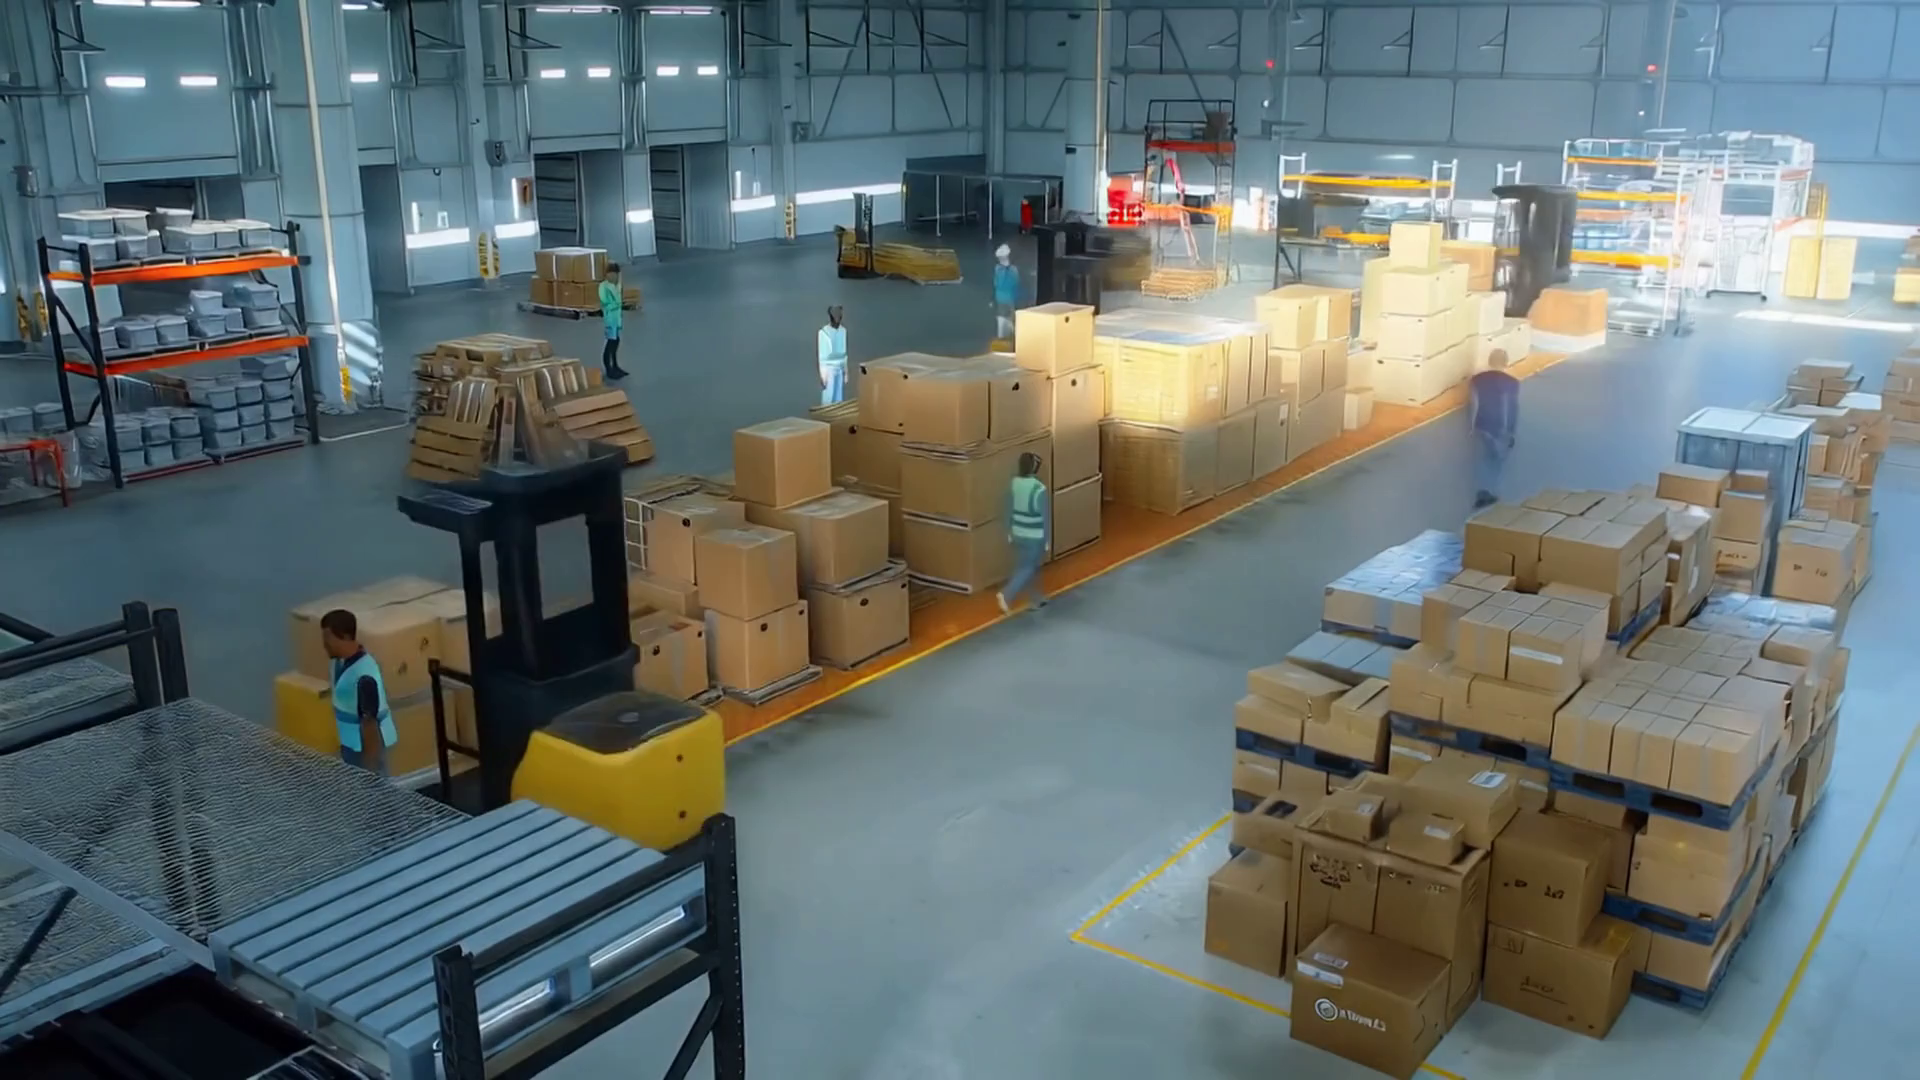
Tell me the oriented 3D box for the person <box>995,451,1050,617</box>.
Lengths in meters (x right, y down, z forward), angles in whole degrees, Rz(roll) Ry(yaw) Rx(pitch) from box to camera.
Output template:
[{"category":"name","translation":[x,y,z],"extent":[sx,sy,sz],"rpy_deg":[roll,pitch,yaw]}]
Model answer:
[{"category":"person","translation":[0.601,-0.045,16.073],"extent":[0.635,1.606,0.544],"rpy_deg":[-14,22,-39]}]

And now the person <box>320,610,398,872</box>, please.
[{"category":"person","translation":[-3.935,1.356,10.949],"extent":[0.409,1.909,0.593],"rpy_deg":[-12,21,-35]}]

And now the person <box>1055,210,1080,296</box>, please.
[{"category":"person","translation":[2.355,-6.142,35.824],"extent":[0.642,1.887,1.039],"rpy_deg":[-14,22,-39]}]

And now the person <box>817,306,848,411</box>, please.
[{"category":"person","translation":[-1.758,-2.329,23.206],"extent":[0.349,1.879,0.572],"rpy_deg":[12,20,34]}]

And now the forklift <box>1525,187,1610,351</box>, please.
[{"category":"forklift","translation":[10.762,-4.964,30.212],"extent":[1.129,2.768,1.873],"rpy_deg":[-13,21,-37]}]

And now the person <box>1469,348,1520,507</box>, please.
[{"category":"person","translation":[6.351,-1.334,19.810],"extent":[0.435,1.928,0.652],"rpy_deg":[-15,22,-40]}]

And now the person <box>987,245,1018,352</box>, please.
[{"category":"person","translation":[0.870,-4.351,29.850],"extent":[0.849,1.910,0.550],"rpy_deg":[-10,20,-30]}]

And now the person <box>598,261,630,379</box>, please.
[{"category":"person","translation":[-5.694,-3.629,27.398],"extent":[0.357,1.934,0.551],"rpy_deg":[4,17,14]}]

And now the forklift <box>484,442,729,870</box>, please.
[{"category":"forklift","translation":[-2.598,0.787,11.167],"extent":[1.873,2.768,1.129],"rpy_deg":[12,21,35]}]

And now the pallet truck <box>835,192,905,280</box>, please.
[{"category":"pallet truck","translation":[-1.936,-7.159,38.982],"extent":[1.885,1.965,0.823],"rpy_deg":[-12,21,-34]}]

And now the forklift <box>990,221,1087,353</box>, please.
[{"category":"forklift","translation":[1.462,-3.273,24.612],"extent":[1.873,2.768,1.129],"rpy_deg":[12,21,35]}]
